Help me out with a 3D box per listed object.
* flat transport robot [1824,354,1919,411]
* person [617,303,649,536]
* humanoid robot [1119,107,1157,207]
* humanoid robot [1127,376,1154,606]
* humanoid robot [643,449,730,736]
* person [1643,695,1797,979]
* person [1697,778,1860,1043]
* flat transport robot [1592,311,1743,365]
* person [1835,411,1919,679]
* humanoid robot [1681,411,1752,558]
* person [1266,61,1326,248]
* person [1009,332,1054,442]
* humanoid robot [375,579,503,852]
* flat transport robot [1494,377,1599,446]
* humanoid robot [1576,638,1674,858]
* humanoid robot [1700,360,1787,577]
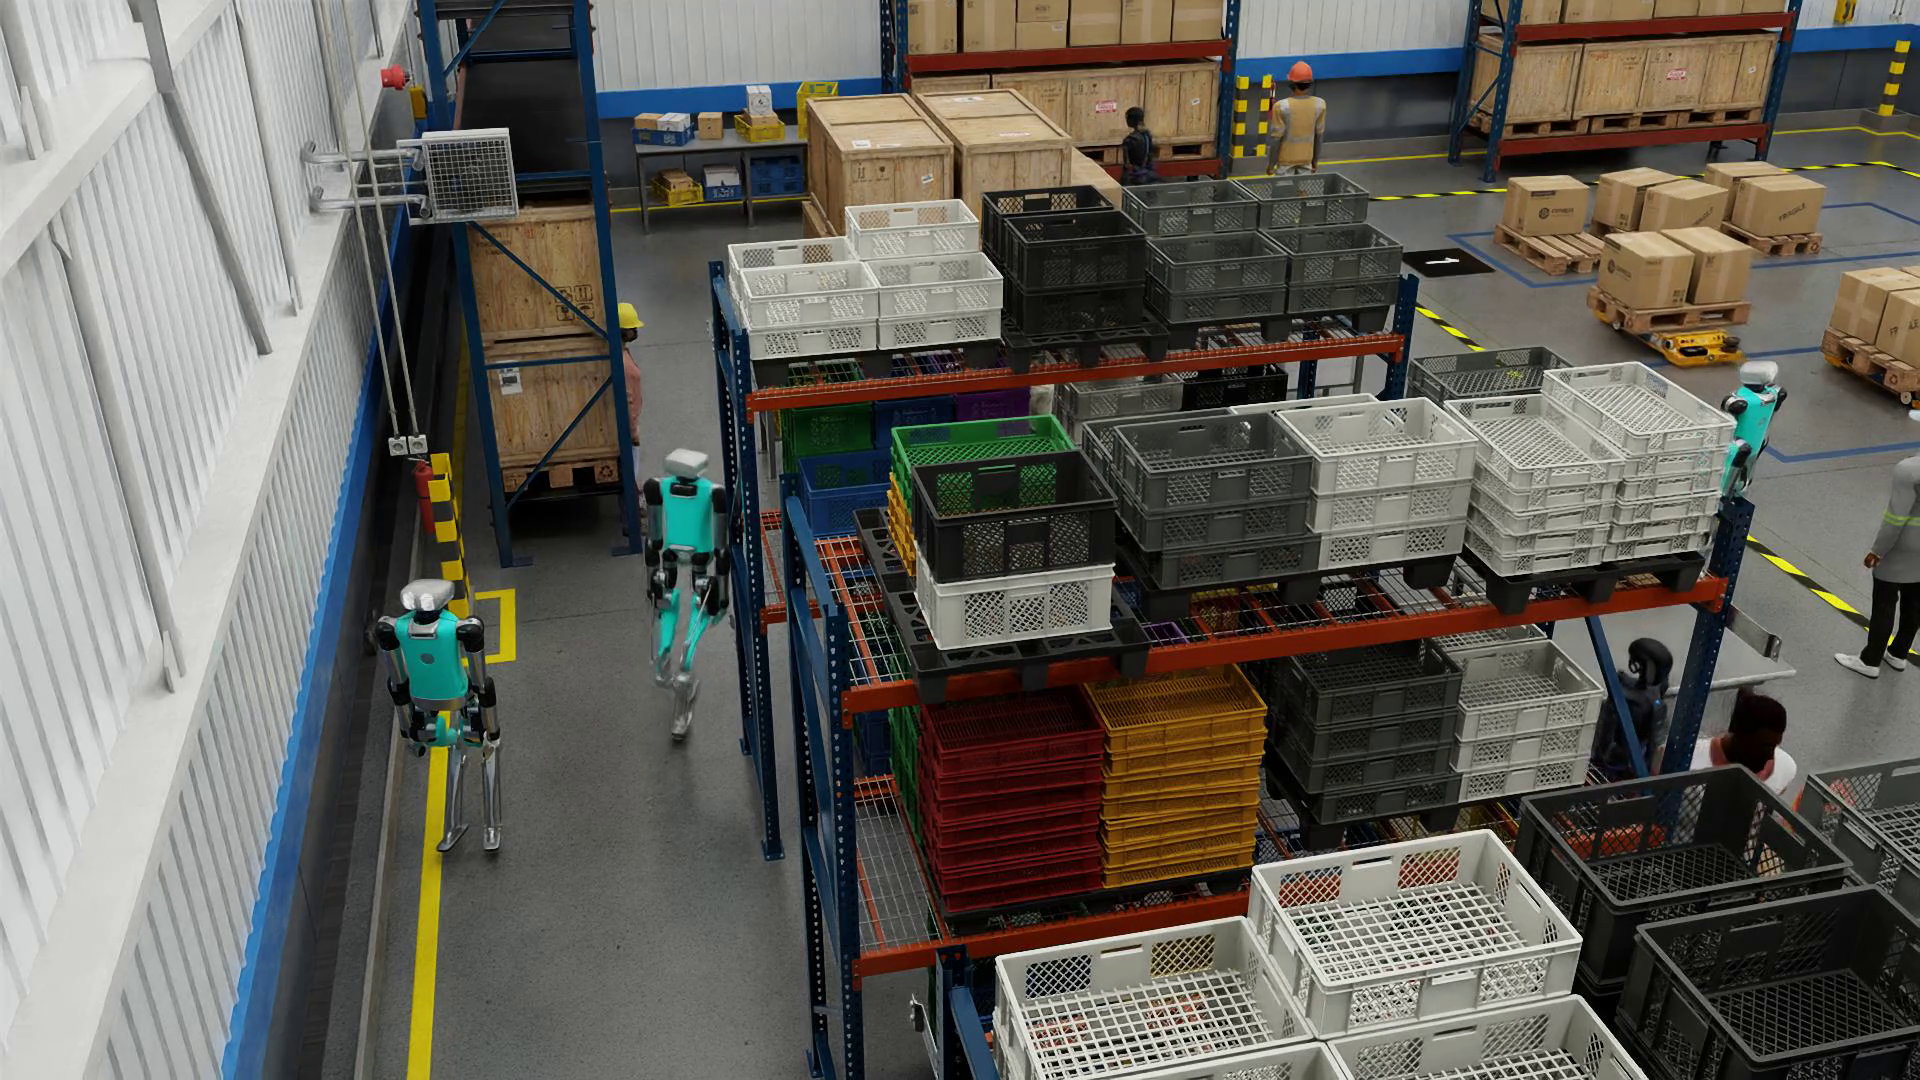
[{"bbox_3d":[8.473,-1.467,14.800,0.652,0.197,1.431,-6,28,-12],"label":"flat transport robot"},{"bbox_3d":[-2.411,-0.878,12.116,0.337,1.761,0.522,-8,29,-15],"label":"person"},{"bbox_3d":[1.889,-3.791,17.739,0.532,1.643,0.601,20,34,33],"label":"humanoid robot"},{"bbox_3d":[0.993,-0.181,10.916,0.823,1.870,0.554,-13,30,-23],"label":"humanoid robot"},{"bbox_3d":[-1.646,0.400,9.730,0.530,1.752,0.905,6,28,12],"label":"humanoid robot"},{"bbox_3d":[3.362,1.422,7.623,0.606,1.886,0.678,1,28,1],"label":"person"},{"bbox_3d":[3.330,1.827,6.857,0.567,1.895,0.926,25,36,38],"label":"person"},{"bbox_3d":[6.741,-2.035,15.878,0.652,0.197,1.431,-6,28,-12],"label":"flat transport robot"},{"bbox_3d":[5.892,-0.005,10.357,0.599,1.850,0.389,-10,29,-18],"label":"person"},{"bbox_3d":[4.519,-0.086,10.611,0.530,1.742,0.928,-5,28,-9],"label":"humanoid robot"},{"bbox_3d":[3.604,-4.128,17.974,0.606,2.048,0.366,-7,29,-12],"label":"person"},{"bbox_3d":[0.439,-0.631,11.570,0.507,1.837,0.334,22,35,35],"label":"person"},{"bbox_3d":[-2.623,0.849,8.717,0.533,1.677,0.735,1,28,1],"label":"humanoid robot"},{"bbox_3d":[4.780,-1.036,14.013,0.659,0.231,1.431,-6,28,-12],"label":"flat transport robot"},{"bbox_3d":[3.264,1.182,8.312,0.609,1.639,0.420,-23,35,-37],"label":"humanoid robot"},{"bbox_3d":[5.020,-0.483,11.240,0.533,1.681,0.735,-15,31,-26],"label":"humanoid robot"}]
